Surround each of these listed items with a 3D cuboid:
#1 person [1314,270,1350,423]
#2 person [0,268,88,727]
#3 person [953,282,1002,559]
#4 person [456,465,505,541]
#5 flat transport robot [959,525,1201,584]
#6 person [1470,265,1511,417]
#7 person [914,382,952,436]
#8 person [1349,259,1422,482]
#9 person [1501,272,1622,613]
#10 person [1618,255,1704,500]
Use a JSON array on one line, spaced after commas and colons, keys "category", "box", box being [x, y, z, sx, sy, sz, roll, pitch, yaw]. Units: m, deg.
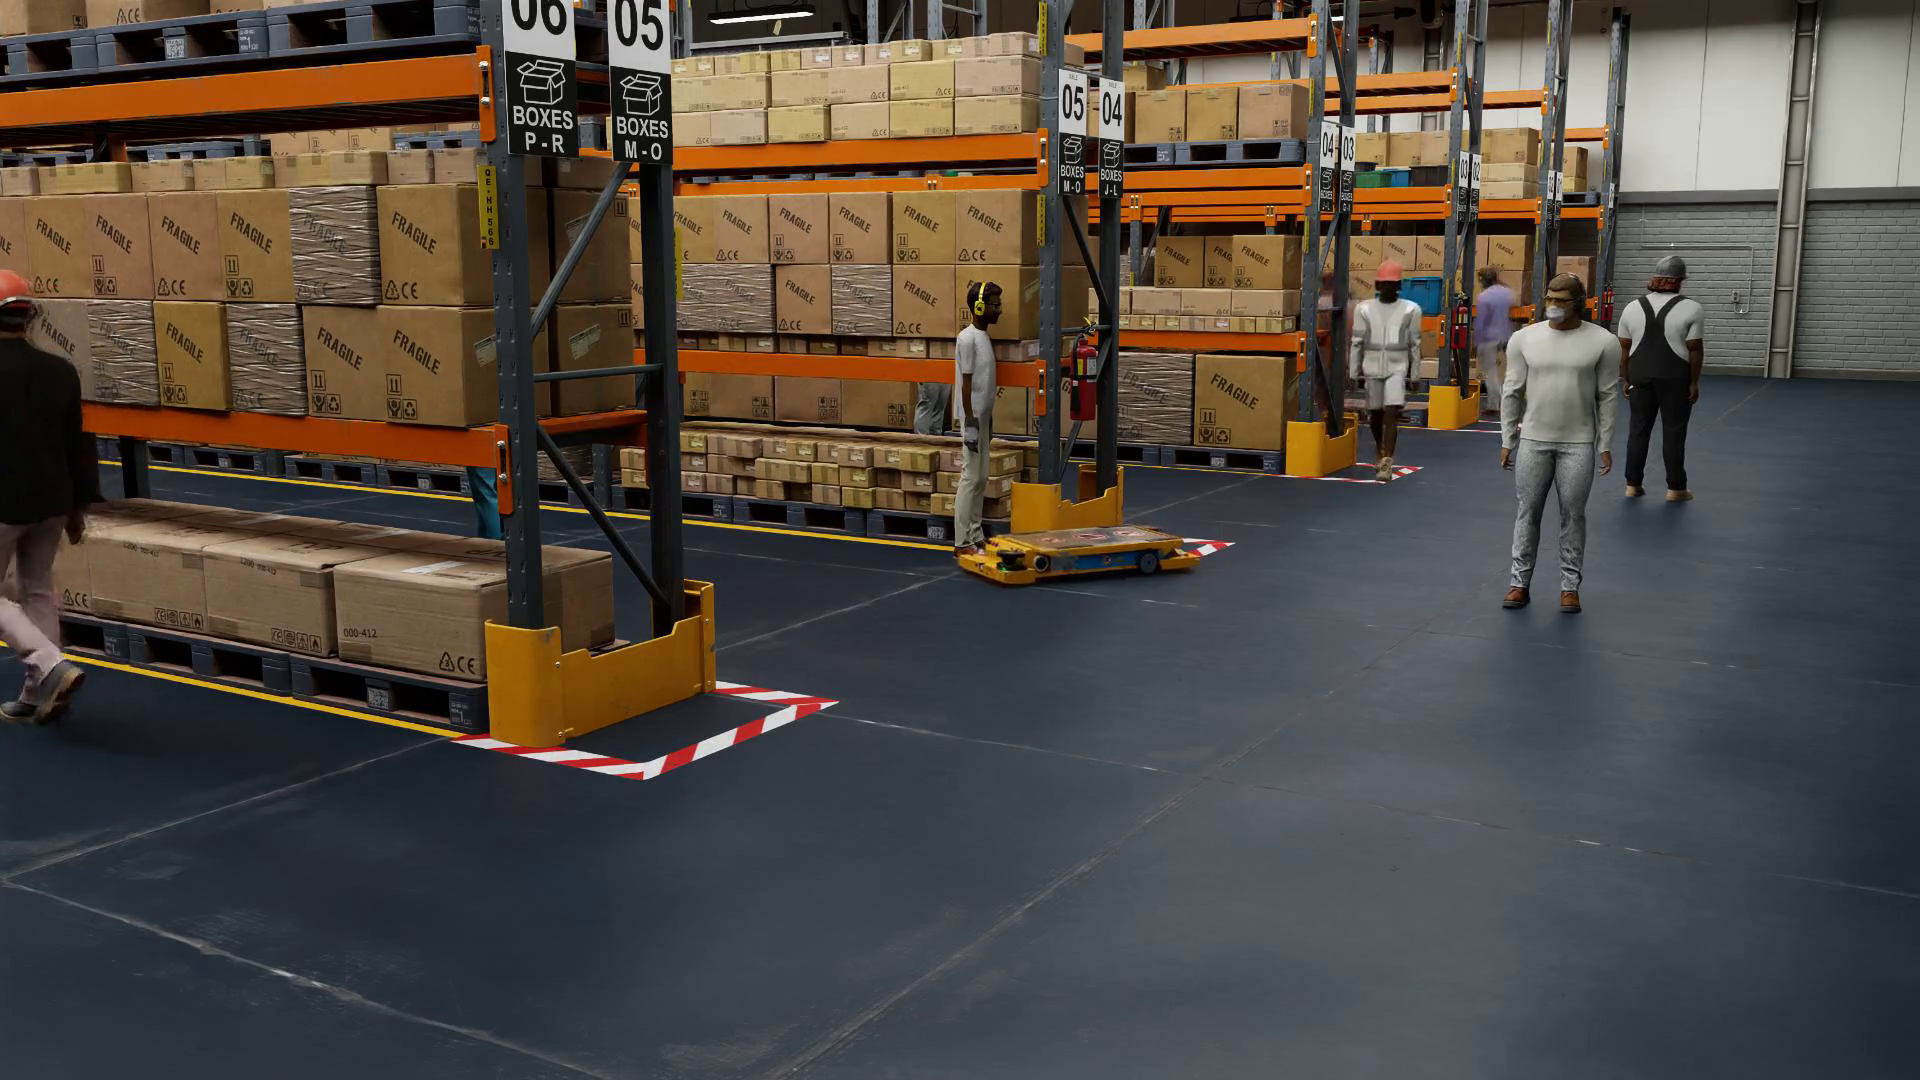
[{"category": "person", "box": [3.839, -1.888, 17.505, 0.450, 1.887, 0.641, 6, 11, 32]}, {"category": "person", "box": [-3.946, -0.152, 7.032, 0.560, 1.980, 0.619, 4, 11, 23]}, {"category": "person", "box": [0.130, -0.790, 11.150, 0.333, 1.860, 0.509, 3, 10, 16]}, {"category": "person", "box": [-2.966, -0.652, 10.396, 0.389, 1.837, 0.563, 2, 10, 11]}, {"category": "flat transport robot", "box": [0.773, 0.078, 10.703, 1.431, 0.197, 0.652, -5, 11, -26]}, {"category": "person", "box": [6.665, -2.493, 20.968, 0.643, 1.914, 0.461, -8, 13, -39]}, {"category": "person", "box": [-0.243, -1.688, 16.160, 0.359, 1.938, 0.635, 6, 11, 30]}, {"category": "person", "box": [3.923, -1.575, 15.333, 0.618, 2.013, 0.966, 4, 10, 22]}, {"category": "person", "box": [3.414, -0.551, 9.516, 0.635, 1.936, 0.350, 4, 11, 24]}, {"category": "person", "box": [5.894, -1.360, 13.948, 0.682, 2.000, 0.536, 9, 13, 43]}]
